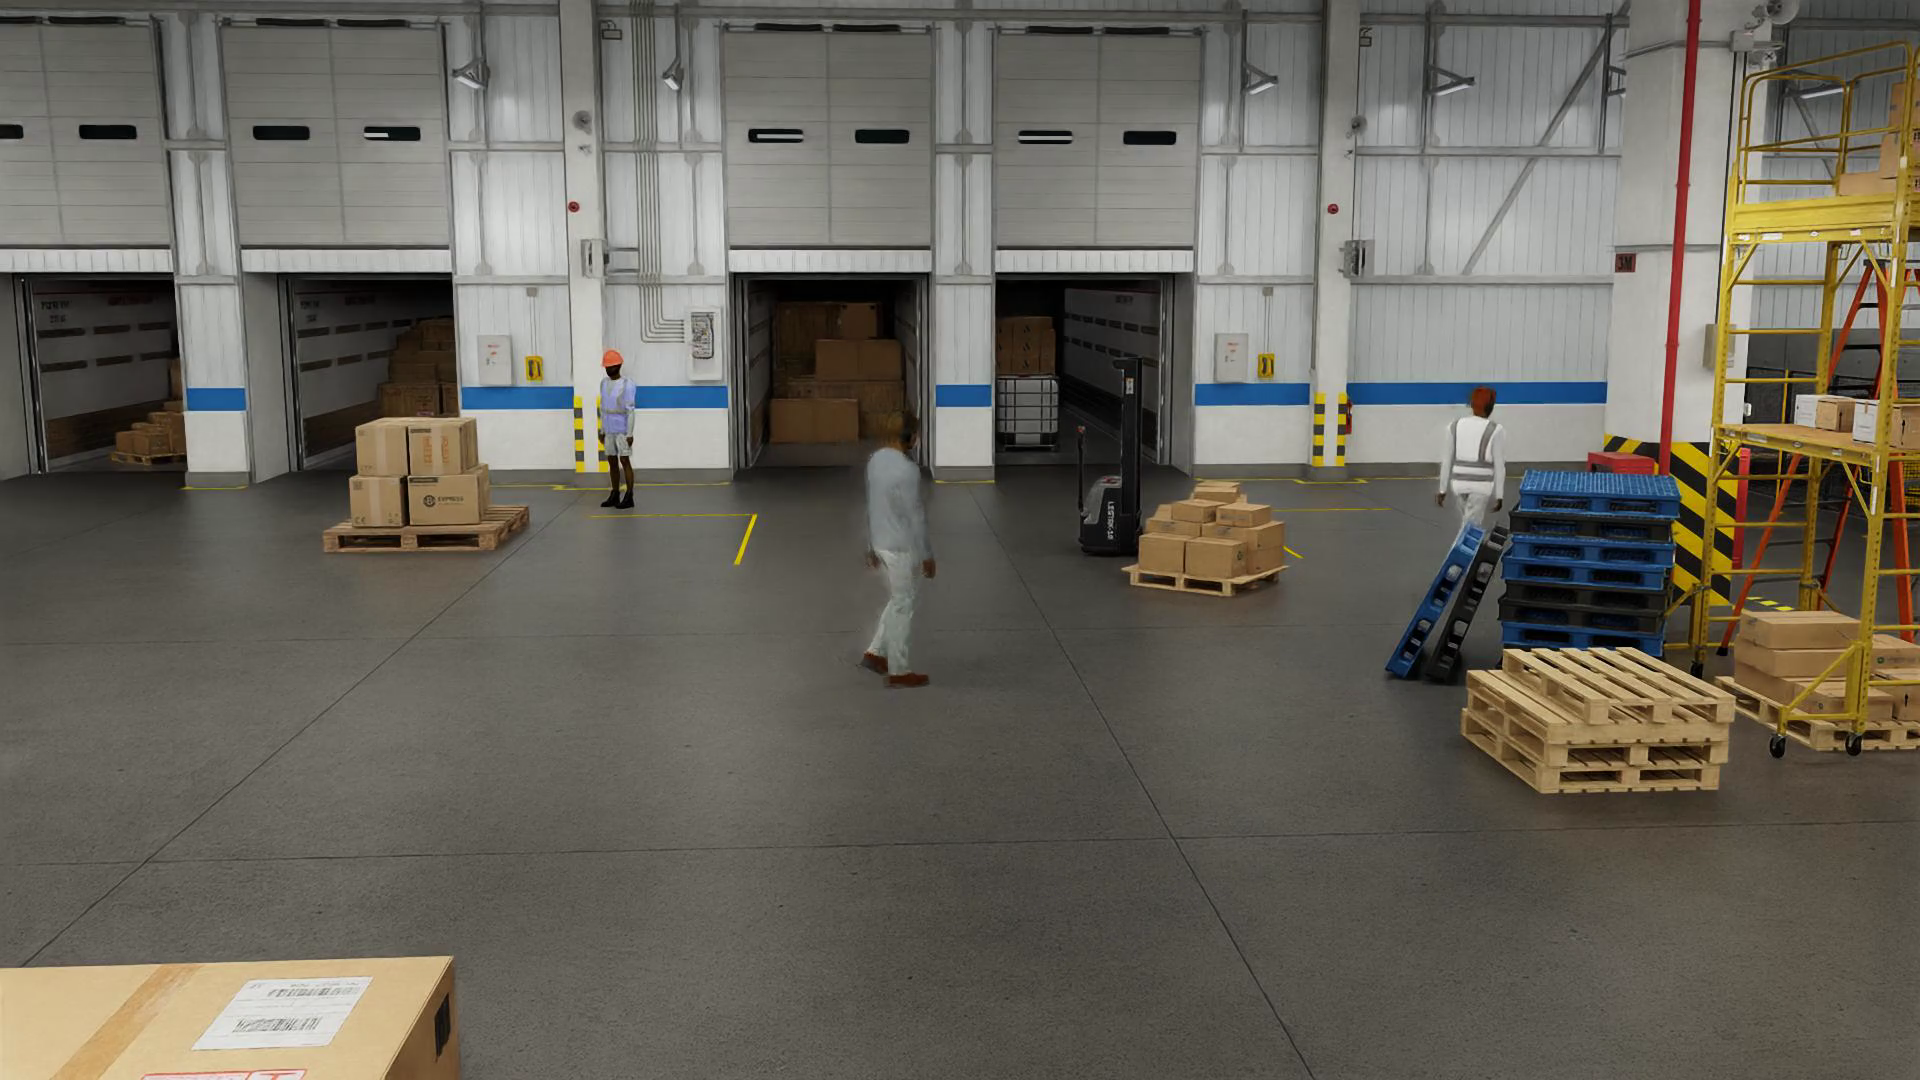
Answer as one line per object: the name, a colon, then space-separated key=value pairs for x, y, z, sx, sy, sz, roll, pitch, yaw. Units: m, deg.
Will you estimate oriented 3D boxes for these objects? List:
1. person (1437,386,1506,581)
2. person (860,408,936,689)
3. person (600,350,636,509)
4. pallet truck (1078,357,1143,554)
person: x=4.574 y=-0.459 z=14.945 sx=0.938 sy=1.839 sz=0.617 roll=-8 pitch=12 yaw=-40
person: x=-0.395 y=0.068 z=11.313 sx=0.422 sy=1.925 sz=0.639 roll=-4 pitch=10 yaw=-23
person: x=-4.167 y=-1.338 z=20.140 sx=0.543 sy=1.929 sz=0.386 roll=6 pitch=11 yaw=34
pallet truck: x=2.088 y=-0.836 z=16.757 sx=1.885 sy=1.965 sz=0.823 roll=2 pitch=9 yaw=13
